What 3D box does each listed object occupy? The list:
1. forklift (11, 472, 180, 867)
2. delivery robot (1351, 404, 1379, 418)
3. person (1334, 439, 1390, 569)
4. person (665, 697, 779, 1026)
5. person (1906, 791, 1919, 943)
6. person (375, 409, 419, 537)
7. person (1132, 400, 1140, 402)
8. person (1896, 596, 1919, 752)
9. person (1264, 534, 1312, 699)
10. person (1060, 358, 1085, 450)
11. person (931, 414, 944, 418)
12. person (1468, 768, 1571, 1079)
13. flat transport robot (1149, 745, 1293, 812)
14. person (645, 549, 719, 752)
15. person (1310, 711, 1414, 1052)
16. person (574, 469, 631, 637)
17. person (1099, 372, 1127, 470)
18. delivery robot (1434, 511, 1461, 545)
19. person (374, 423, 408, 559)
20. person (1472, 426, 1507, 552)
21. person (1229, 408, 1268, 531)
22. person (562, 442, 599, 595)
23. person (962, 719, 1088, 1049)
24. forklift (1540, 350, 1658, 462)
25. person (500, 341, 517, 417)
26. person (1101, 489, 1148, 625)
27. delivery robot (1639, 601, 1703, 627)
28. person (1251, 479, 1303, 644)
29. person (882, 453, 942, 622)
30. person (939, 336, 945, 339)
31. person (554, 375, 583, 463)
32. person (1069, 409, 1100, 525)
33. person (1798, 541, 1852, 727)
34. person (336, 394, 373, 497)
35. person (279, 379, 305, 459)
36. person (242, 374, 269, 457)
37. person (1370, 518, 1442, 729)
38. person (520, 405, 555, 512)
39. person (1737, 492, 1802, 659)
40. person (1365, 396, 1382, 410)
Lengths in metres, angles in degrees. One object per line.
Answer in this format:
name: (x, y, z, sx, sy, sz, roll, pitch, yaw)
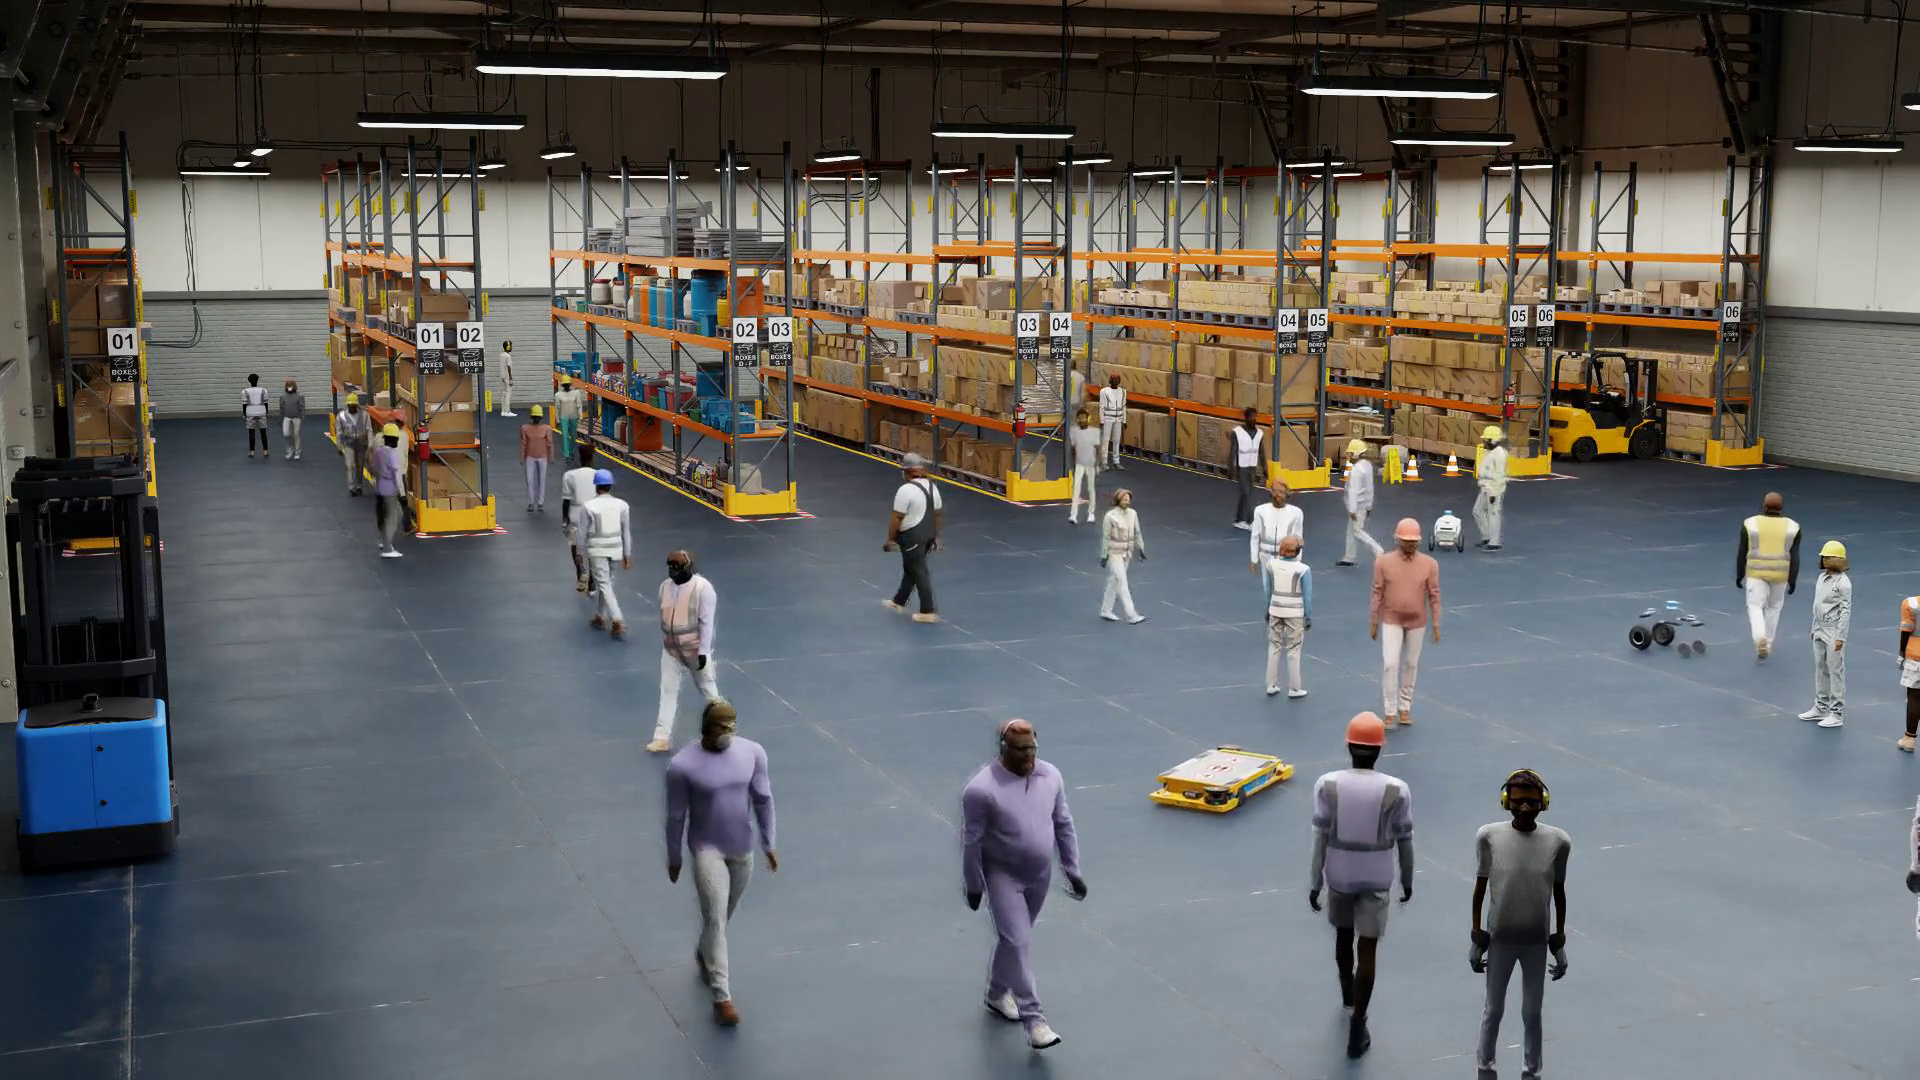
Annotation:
forklift: (-6.630, 0.886, 15.957, 1.129, 2.768, 1.873, -3, 9, -21)
delivery robot: (9.448, -2.939, 48.866, 0.477, 0.478, 0.707, -5, 10, -30)
person: (5.495, -0.475, 28.491, 0.762, 1.809, 0.596, 4, 10, 28)
person: (-1.461, 1.855, 12.657, 0.628, 1.890, 1.029, -5, 10, -30)
person: (5.868, 1.926, 12.161, 0.664, 1.890, 0.506, 8, 12, 44)
person: (-8.547, -1.009, 31.614, 0.635, 1.917, 1.062, -7, 11, -41)
person: (3.972, -3.315, 47.151, 0.434, 1.888, 0.736, -6, 11, -37)
person: (8.633, 1.046, 18.674, 0.541, 1.696, 0.315, 1, 9, 7)
person: (3.260, 0.755, 20.842, 0.522, 1.631, 0.320, 7, 11, 38)
person: (2.301, -2.843, 43.838, 0.662, 1.927, 0.436, -4, 9, -25)
person: (-0.537, -3.923, 51.178, 0.554, 1.869, 1.035, -2, 9, -12)
person: (2.935, 2.112, 10.996, 0.514, 1.872, 0.328, 1, 9, 6)
flat transport robot: (2.182, 1.969, 17.392, 0.652, 0.197, 1.431, 5, 10, 31)
person: (-2.450, 0.971, 18.863, 0.630, 1.804, 0.949, 4, 10, 27)
person: (2.344, 1.922, 12.175, 0.568, 1.886, 0.998, 3, 9, 17)
person: (-4.062, 0.136, 24.057, 0.605, 1.911, 0.950, -8, 11, -42)
person: (2.947, -2.291, 40.291, 0.573, 1.887, 0.354, -4, 9, -22)
delivery robot: (7.099, -0.180, 30.471, 0.477, 0.478, 0.707, 2, 9, 16)
person: (-8.047, -0.696, 29.596, 0.453, 1.910, 0.601, -5, 10, -32)
person: (7.597, -0.733, 30.117, 0.497, 1.818, 0.619, 0, 9, -2)
person: (4.503, -1.087, 32.251, 0.620, 1.885, 0.809, -6, 10, -34)
person: (-4.742, -0.270, 26.577, 0.631, 1.952, 0.450, -2, 9, -14)
person: (0.393, 1.954, 12.073, 0.659, 1.856, 0.973, -6, 10, -33)
forklift: (12.897, -2.725, 42.309, 2.313, 2.155, 1.214, -3, 9, -21)
person: (-11.160, -3.982, 51.661, 0.315, 1.860, 0.507, -6, 10, -35)
person: (1.946, 0.198, 24.672, 0.835, 1.594, 0.515, 8, 12, 44)
delivery robot: (7.861, 0.789, 23.144, 0.335, 0.223, 0.698, -6, 10, -36)
person: (3.592, 0.221, 23.747, 0.572, 1.839, 1.002, 2, 9, 15)
person: (-0.648, -0.048, 24.970, 0.980, 2.000, 0.692, 5, 10, 30)
person: (-0.579, -4.233, 52.857, 0.650, 1.990, 0.944, 8, 12, 42)
person: (-7.814, -2.438, 41.758, 0.530, 1.737, 0.809, -4, 9, -24)
person: (1.971, -1.152, 32.952, 0.537, 1.816, 0.992, 2, 9, 14)
person: (8.160, 0.870, 19.684, 0.284, 1.746, 0.492, -1, 9, -9)
person: (-10.456, -1.633, 36.237, 0.599, 1.776, 0.959, -4, 9, -23)
person: (-13.403, -2.421, 42.024, 0.542, 1.609, 0.559, -1, 9, -5)
person: (-14.319, -2.537, 42.578, 0.532, 1.692, 0.320, -4, 9, -25)
person: (4.162, 0.785, 19.498, 0.642, 1.963, 0.801, 1, 9, 5)
person: (-6.915, -1.323, 34.272, 0.552, 1.741, 0.696, -2, 9, -12)
person: (8.750, 0.387, 22.672, 0.631, 1.821, 0.795, 2, 9, 14)
person: (9.640, -3.628, 49.092, 0.649, 1.922, 0.594, -2, 9, -11)
